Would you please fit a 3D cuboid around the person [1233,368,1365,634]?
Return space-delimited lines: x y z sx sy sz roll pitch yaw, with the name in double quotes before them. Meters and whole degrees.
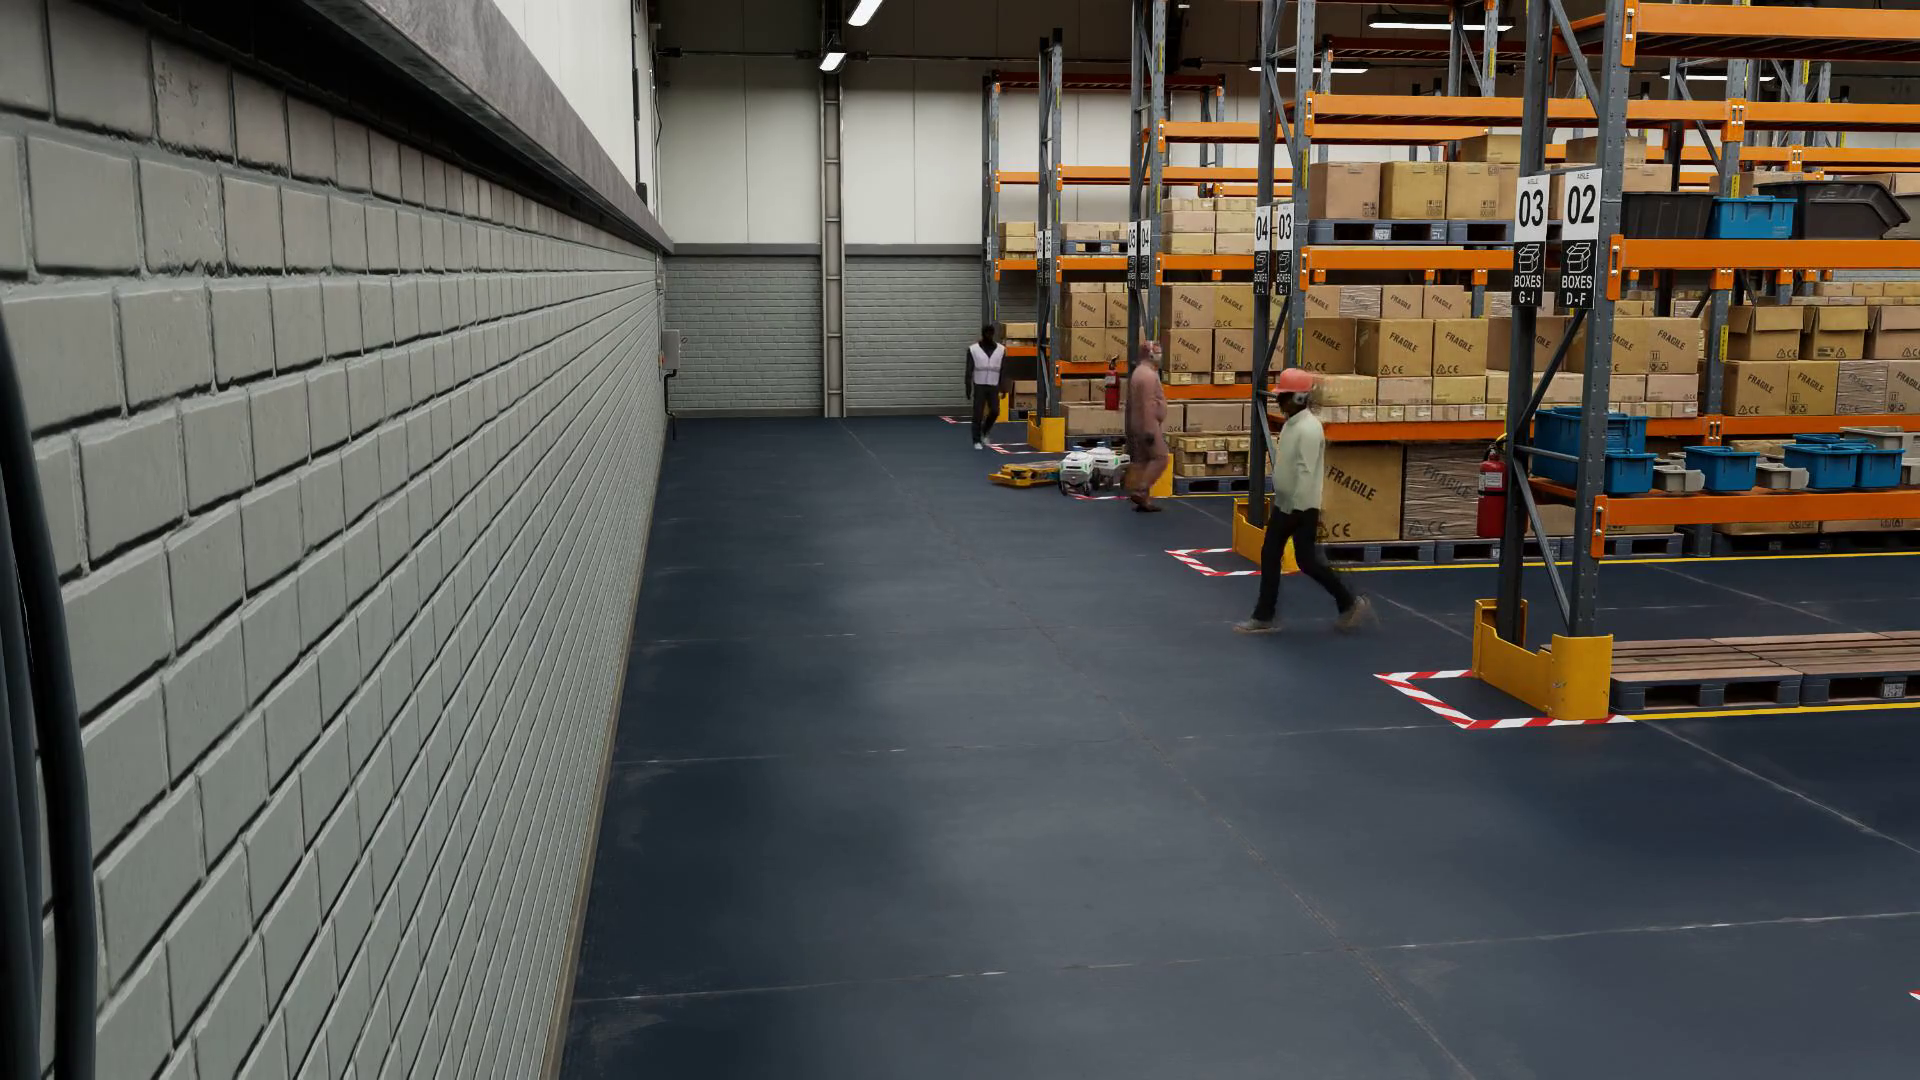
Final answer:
"person" 2.495 -0.271 12.075 0.888 1.964 0.616 -2 9 -13

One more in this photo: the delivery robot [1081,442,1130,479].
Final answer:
"delivery robot" 1.722 -0.955 20.321 0.707 0.478 0.477 7 12 38

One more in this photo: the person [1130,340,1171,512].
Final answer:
"person" 2.082 -1.233 18.187 0.430 1.894 0.670 0 9 -3

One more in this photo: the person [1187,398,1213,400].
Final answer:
"person" 3.711 -2.562 26.361 0.901 1.900 0.575 -1 9 -6

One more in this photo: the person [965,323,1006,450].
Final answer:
"person" 0.387 -2.266 24.634 0.646 1.874 0.472 -3 10 -17

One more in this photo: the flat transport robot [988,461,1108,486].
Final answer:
"flat transport robot" 1.121 -0.853 20.851 1.431 0.197 0.652 -6 11 -32

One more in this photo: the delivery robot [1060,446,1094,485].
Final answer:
"delivery robot" 1.394 -0.875 19.824 0.477 0.478 0.707 2 9 10
